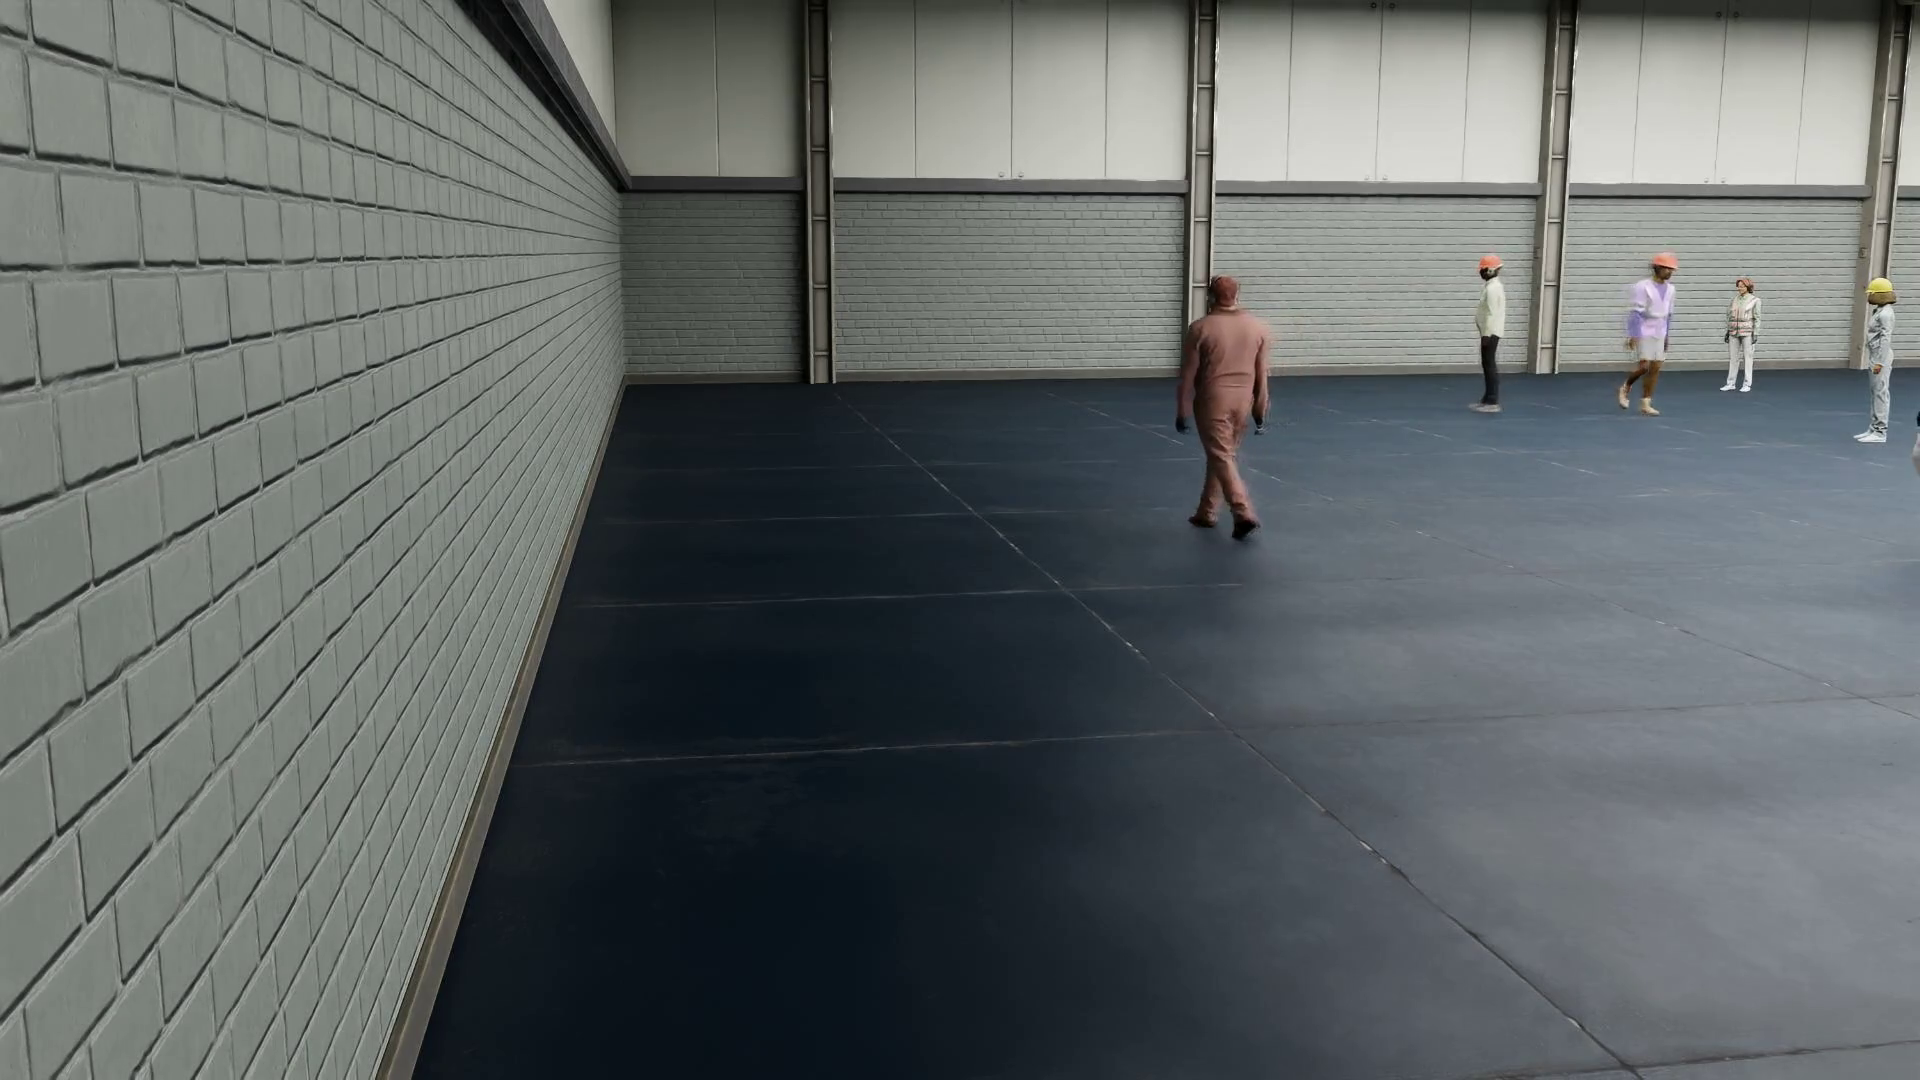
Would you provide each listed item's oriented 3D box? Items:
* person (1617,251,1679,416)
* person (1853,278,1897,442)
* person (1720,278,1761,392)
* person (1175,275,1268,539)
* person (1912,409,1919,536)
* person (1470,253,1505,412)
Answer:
[{"bbox_3d":[8.515,-2.540,20.528,0.645,2.019,0.565,-4,10,-20],"label":"person"},{"bbox_3d":[9.747,-1.907,17.687,0.312,1.741,0.487,4,11,23],"label":"person"},{"bbox_3d":[11.279,-2.952,23.994,0.308,1.639,0.524,-6,11,-30],"label":"person"},{"bbox_3d":[1.888,-0.952,11.865,0.646,1.865,0.975,-4,11,-23],"label":"person"},{"bbox_3d":[6.914,-0.903,11.459,0.438,1.888,0.685,-6,12,-32],"label":"person"},{"bbox_3d":[6.675,-2.614,21.028,0.393,1.993,0.617,4,11,21],"label":"person"}]
